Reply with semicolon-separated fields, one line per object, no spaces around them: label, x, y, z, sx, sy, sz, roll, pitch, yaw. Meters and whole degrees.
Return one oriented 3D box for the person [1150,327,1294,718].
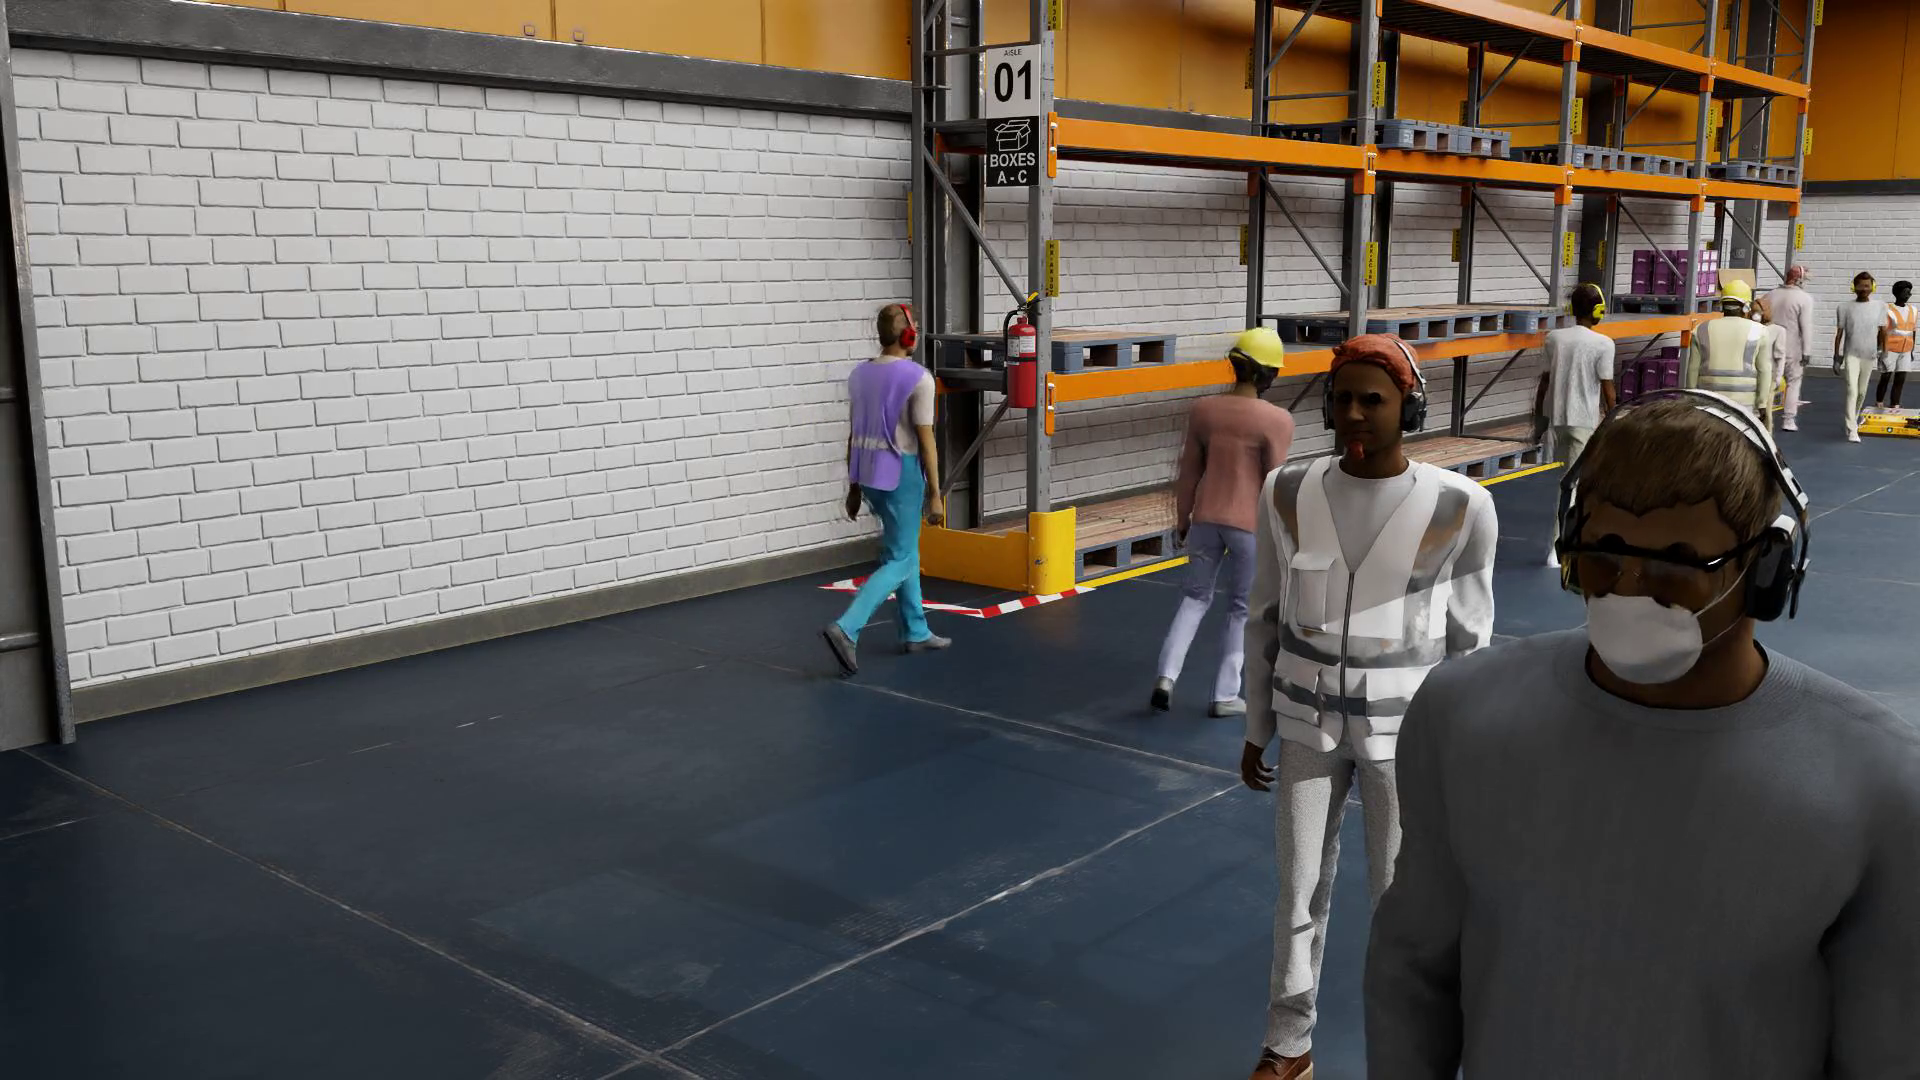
person;1.166;-0.059;7.281;0.551;1.736;0.577;9;13;42

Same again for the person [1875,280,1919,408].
person;11.350;-2.300;20.190;0.539;1.692;0.387;-1;10;-7

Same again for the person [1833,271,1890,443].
person;9.762;-1.998;18.055;0.512;1.836;0.938;2;10;13

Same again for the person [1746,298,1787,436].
person;7.975;-1.623;16.615;0.496;1.589;0.862;6;12;33

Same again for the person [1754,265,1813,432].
person;9.382;-2.178;18.936;0.405;1.890;0.700;-6;11;-29

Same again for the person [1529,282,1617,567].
person;4.067;-0.747;10.865;0.633;1.849;0.568;-7;12;-34

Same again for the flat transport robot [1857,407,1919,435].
flat transport robot;10.581;-1.355;18.830;0.652;0.197;1.431;6;12;32

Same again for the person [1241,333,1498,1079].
person;0.930;0.463;3.895;0.573;1.883;0.355;5;11;27

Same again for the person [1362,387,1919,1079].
person;0.720;0.800;1.823;0.630;1.938;0.372;9;13;40

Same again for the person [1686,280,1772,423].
person;5.965;-1.097;12.924;0.603;1.828;0.404;6;12;32

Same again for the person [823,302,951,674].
person;-0.368;-0.268;8.240;0.836;1.814;0.575;-9;13;-40
